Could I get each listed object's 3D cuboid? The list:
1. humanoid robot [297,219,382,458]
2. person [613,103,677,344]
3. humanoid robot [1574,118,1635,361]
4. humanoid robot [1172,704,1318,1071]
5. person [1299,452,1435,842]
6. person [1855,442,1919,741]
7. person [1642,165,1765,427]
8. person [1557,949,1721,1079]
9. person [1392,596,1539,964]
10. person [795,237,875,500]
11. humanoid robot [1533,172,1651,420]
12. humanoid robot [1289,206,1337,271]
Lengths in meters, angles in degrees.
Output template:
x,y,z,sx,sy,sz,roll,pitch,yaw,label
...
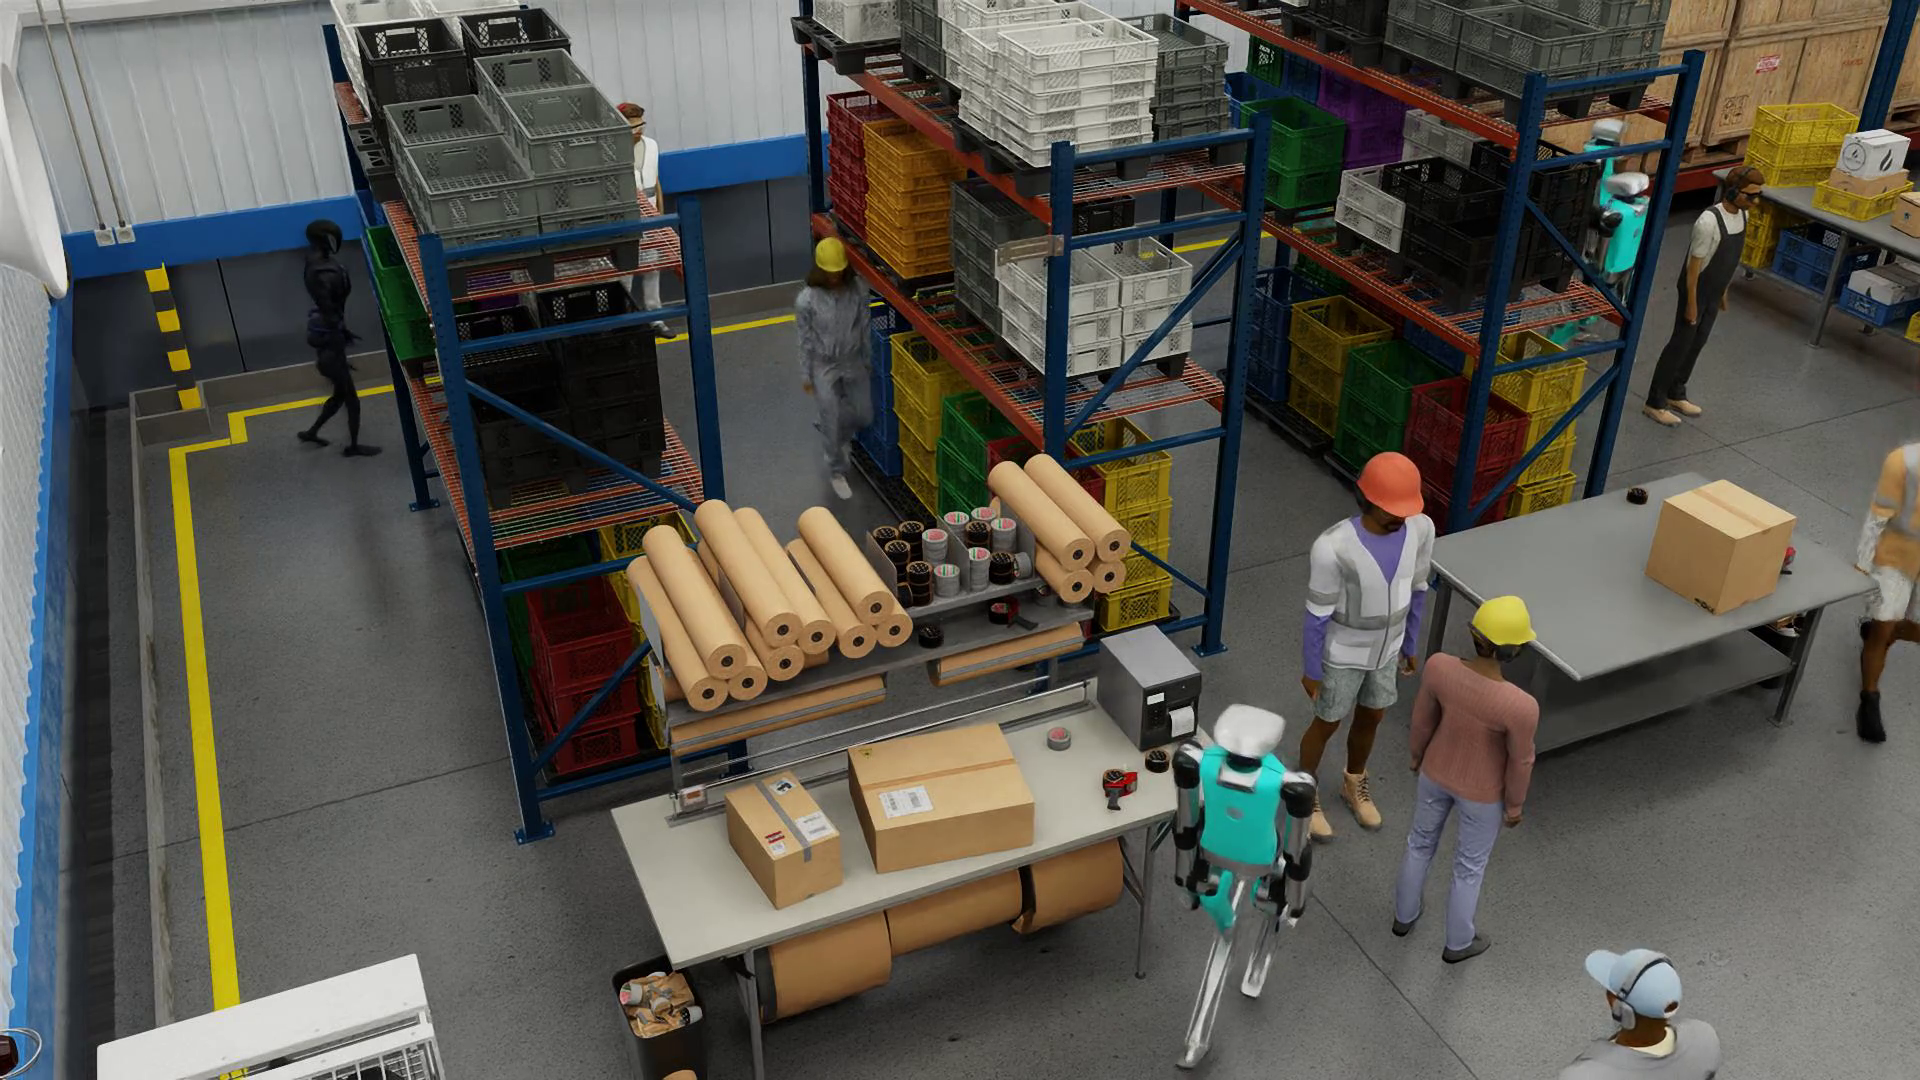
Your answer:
x,y,z,sx,sy,sz,roll,pitch,yaw,label
-4.135,-1.272,10.723,0.565,1.640,0.601,-6,32,-10,humanoid robot
-2.401,-2.315,12.239,0.388,1.836,0.562,24,39,33,person
4.764,-2.098,12.083,0.749,1.898,0.545,11,33,18,humanoid robot
1.135,1.253,6.526,0.535,1.729,1.000,13,34,20,humanoid robot
1.817,0.498,7.488,0.598,2.035,0.402,-12,34,-19,person
4.759,0.072,8.300,0.553,1.914,0.666,6,32,10,person
4.988,-1.629,11.133,0.500,1.831,0.360,-21,37,-30,person
1.998,1.981,5.244,0.586,1.852,0.389,-14,34,-21,person
2.111,0.993,6.930,0.323,1.765,0.529,-27,41,-37,person
-0.778,-1.095,10.345,0.505,1.727,0.451,-14,34,-21,person
4.196,-1.664,11.241,0.530,1.768,0.674,-23,38,-32,humanoid robot
2.880,-2.962,13.355,0.775,1.756,0.550,26,40,35,humanoid robot
